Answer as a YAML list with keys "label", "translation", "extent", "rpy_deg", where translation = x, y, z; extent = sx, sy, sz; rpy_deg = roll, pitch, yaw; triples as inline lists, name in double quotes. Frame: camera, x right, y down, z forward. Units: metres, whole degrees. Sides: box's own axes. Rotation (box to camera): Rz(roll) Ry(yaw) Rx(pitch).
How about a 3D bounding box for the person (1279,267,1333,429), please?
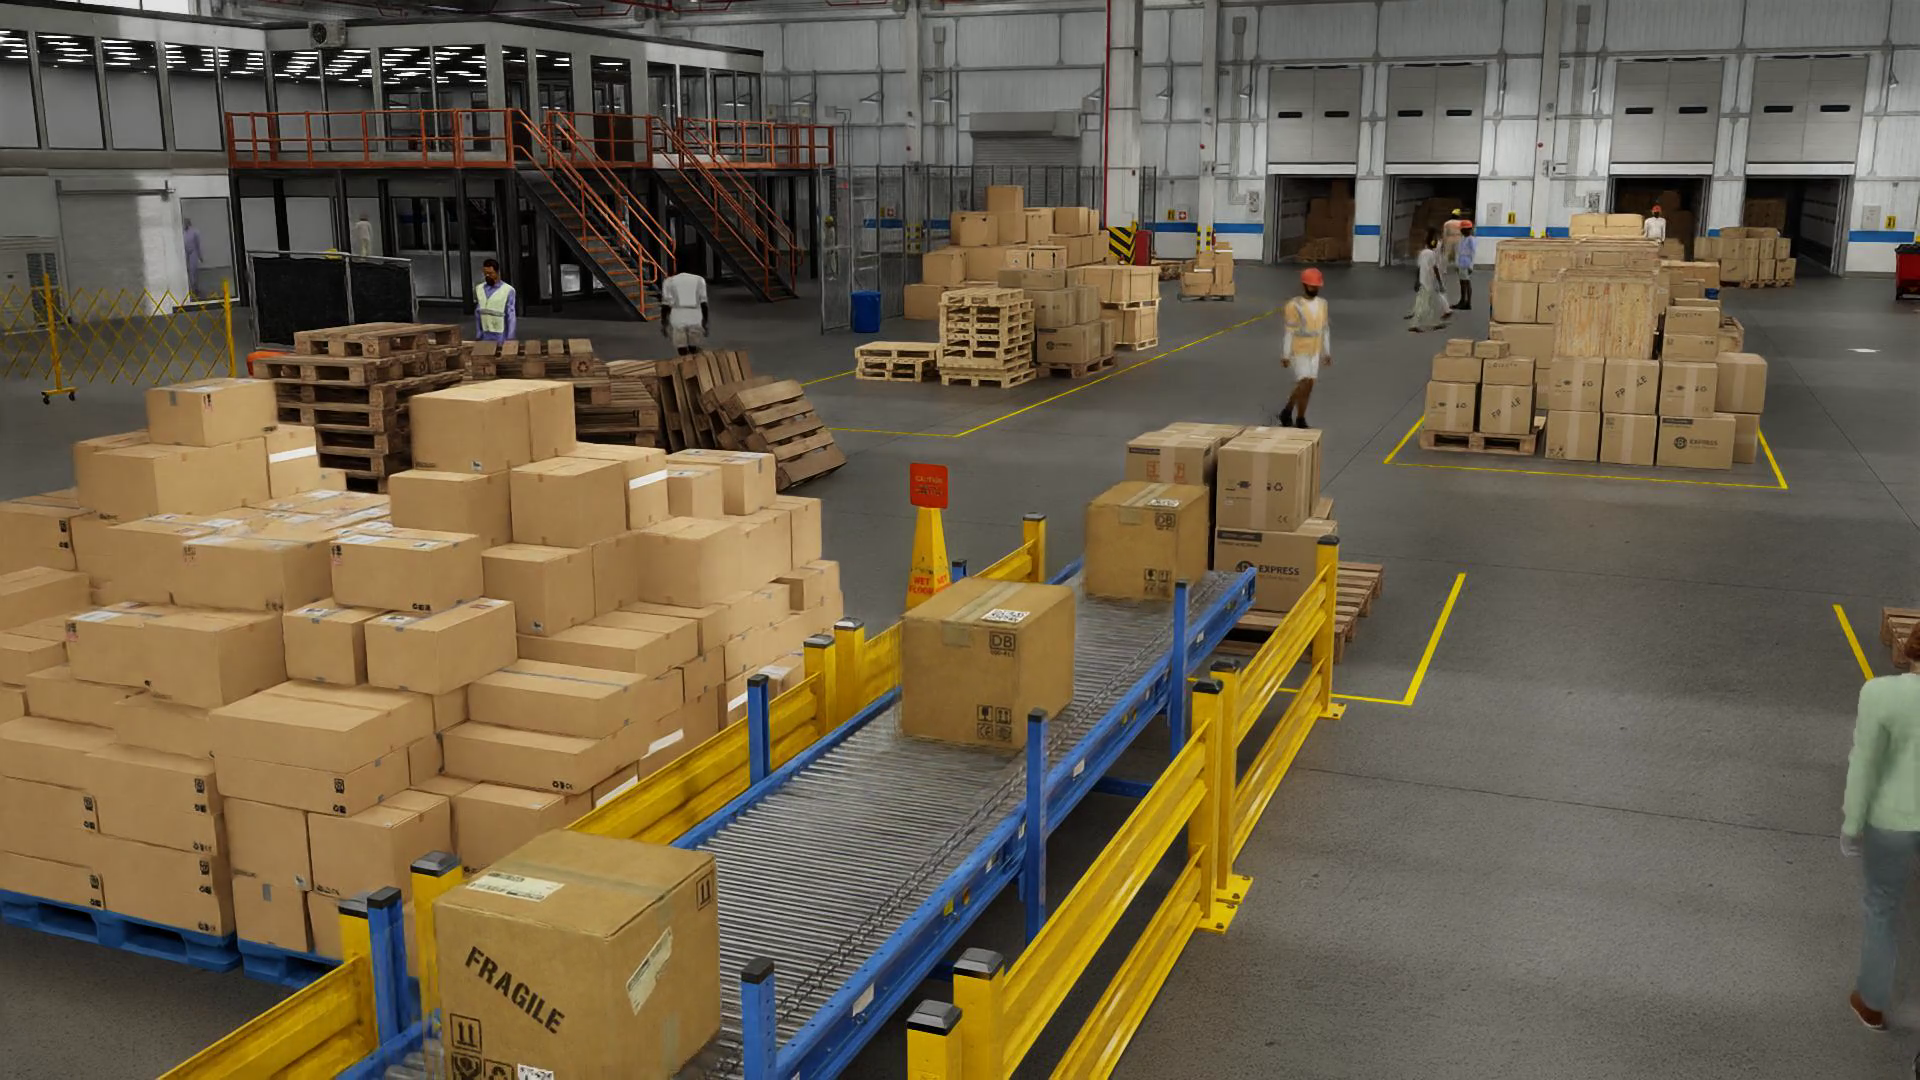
- label: "person"
  translation: [3.989, -2.152, 19.033]
  extent: [0.538, 1.915, 0.421]
  rpy_deg: [-8, 15, -31]

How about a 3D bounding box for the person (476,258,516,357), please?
- label: "person"
  translation: [-5.866, -2.604, 21.063]
  extent: [0.590, 1.912, 0.413]
  rpy_deg: [6, 14, 25]

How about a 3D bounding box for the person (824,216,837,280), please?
- label: "person"
  translation: [-3.578, -8.019, 45.725]
  extent: [0.295, 1.743, 0.493]
  rpy_deg: [-5, 14, -21]

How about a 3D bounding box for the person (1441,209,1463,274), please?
- label: "person"
  translation: [14.358, -8.712, 48.508]
  extent: [0.626, 1.886, 0.660]
  rpy_deg: [1, 13, 6]

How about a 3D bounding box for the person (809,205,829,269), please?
- label: "person"
  translation: [-4.352, -9.291, 51.047]
  extent: [0.621, 1.910, 0.842]
  rpy_deg: [-5, 14, -22]

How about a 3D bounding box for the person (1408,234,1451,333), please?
- label: "person"
  translation: [8.807, -4.768, 30.964]
  extent: [0.957, 1.826, 0.518]
  rpy_deg: [-2, 13, -8]

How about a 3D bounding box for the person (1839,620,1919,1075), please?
- label: "person"
  translation: [3.266, 0.995, 5.609]
  extent: [0.513, 1.608, 0.667]
  rpy_deg: [5, 13, 20]

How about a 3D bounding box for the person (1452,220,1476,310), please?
- label: "person"
  translation: [10.955, -5.974, 36.119]
  extent: [0.373, 1.934, 0.552]
  rpy_deg: [-2, 13, -11]

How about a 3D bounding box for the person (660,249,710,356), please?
- label: "person"
  translation: [-3.769, -2.972, 22.633]
  extent: [0.642, 1.936, 0.816]
  rpy_deg: [-5, 14, -22]

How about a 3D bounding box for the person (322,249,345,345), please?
- label: "person"
  translation: [-9.982, -3.765, 26.595]
  extent: [0.328, 1.767, 0.530]
  rpy_deg: [-12, 17, -43]

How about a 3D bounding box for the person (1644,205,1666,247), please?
- label: "person"
  translation: [19.849, -8.554, 47.555]
  extent: [0.626, 1.992, 0.387]
  rpy_deg: [1, 13, 3]

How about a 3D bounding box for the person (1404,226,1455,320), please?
- label: "person"
  translation: [9.531, -5.367, 33.510]
  extent: [0.950, 1.902, 0.626]
  rpy_deg: [0, 13, -2]

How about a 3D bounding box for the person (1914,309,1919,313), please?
- label: "person"
  translation: [20.438, -5.658, 34.925]
  extent: [0.430, 1.841, 0.624]
  rpy_deg: [-1, 13, -4]
